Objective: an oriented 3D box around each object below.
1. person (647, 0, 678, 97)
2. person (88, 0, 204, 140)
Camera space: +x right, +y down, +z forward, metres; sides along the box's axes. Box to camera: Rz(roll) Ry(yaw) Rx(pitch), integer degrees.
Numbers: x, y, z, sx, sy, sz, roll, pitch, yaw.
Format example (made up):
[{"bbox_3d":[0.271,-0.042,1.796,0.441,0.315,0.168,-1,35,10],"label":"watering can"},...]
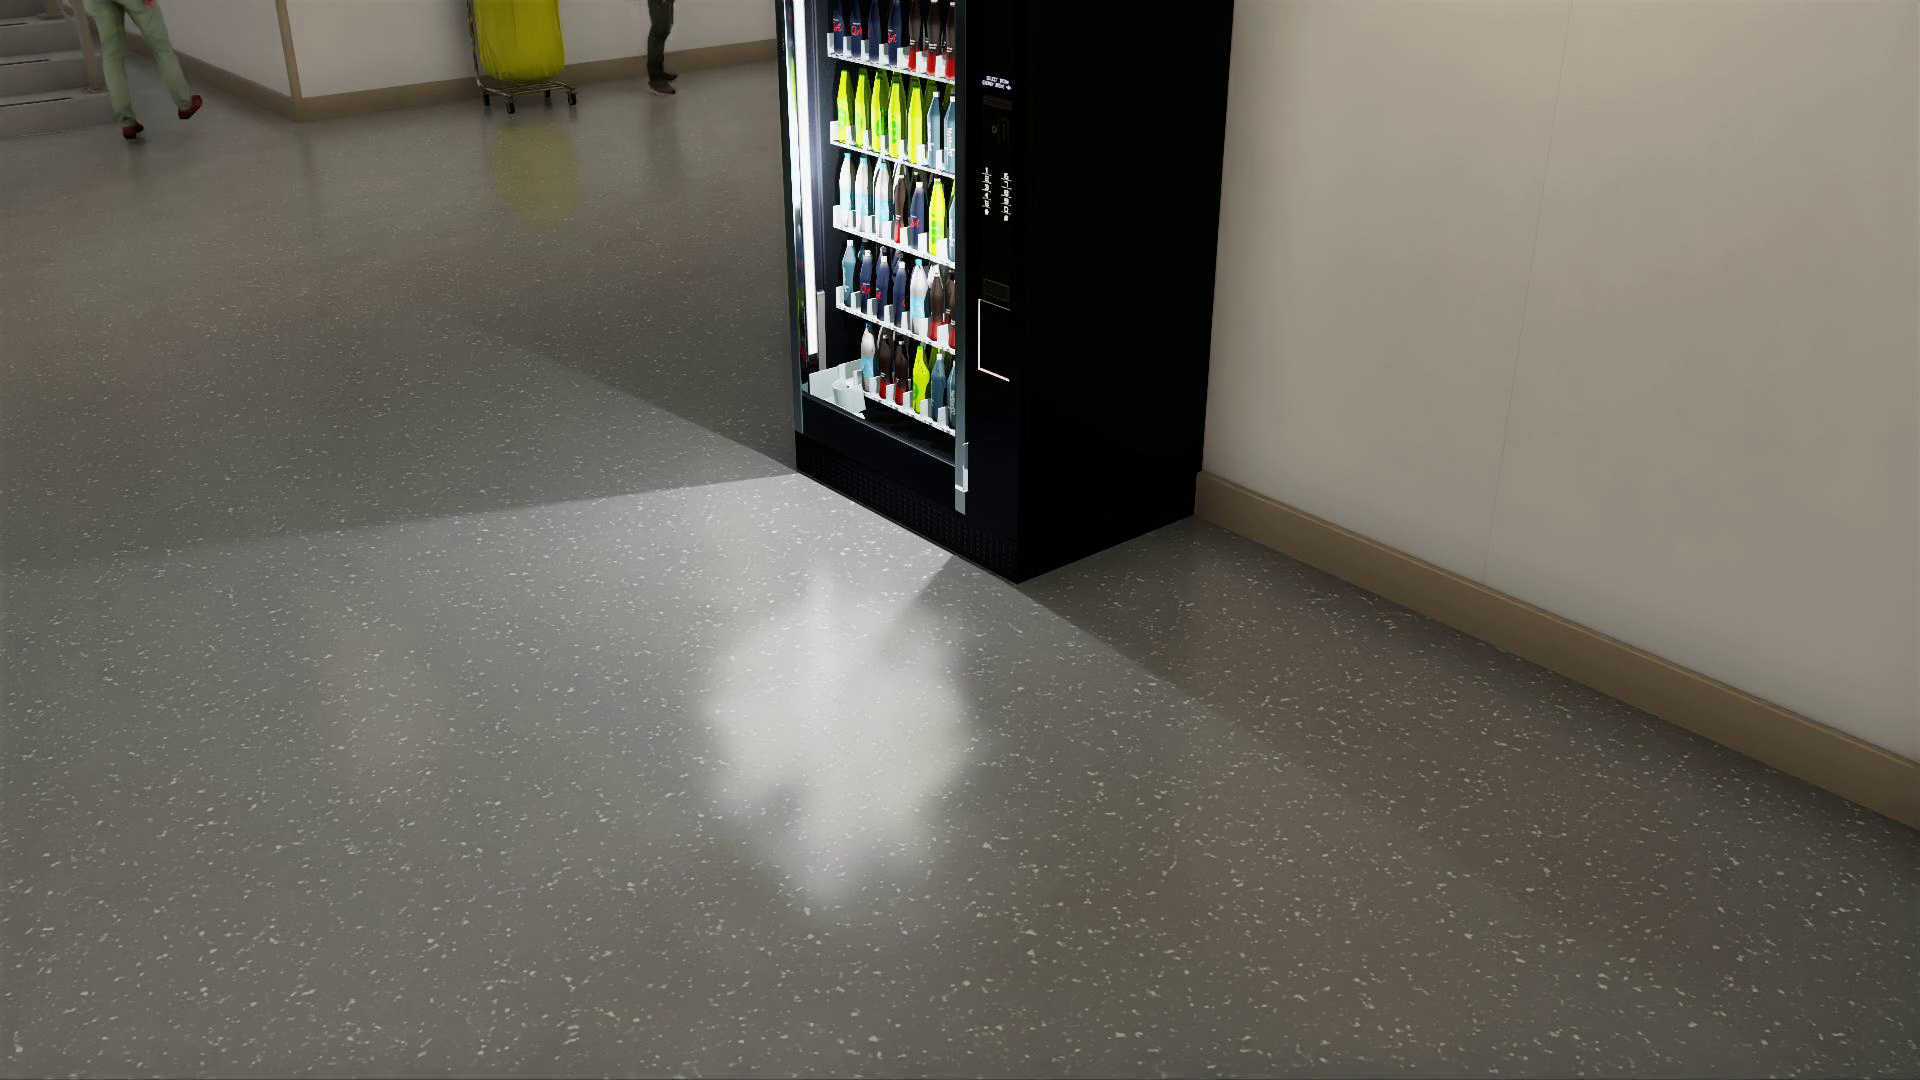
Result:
[{"bbox_3d":[-2.238,-4.100,12.191,0.879,1.627,0.826,-2,26,-4],"label":"person"},{"bbox_3d":[-5.478,-3.524,10.765,1.023,1.827,1.187,-3,26,-7],"label":"person"}]
